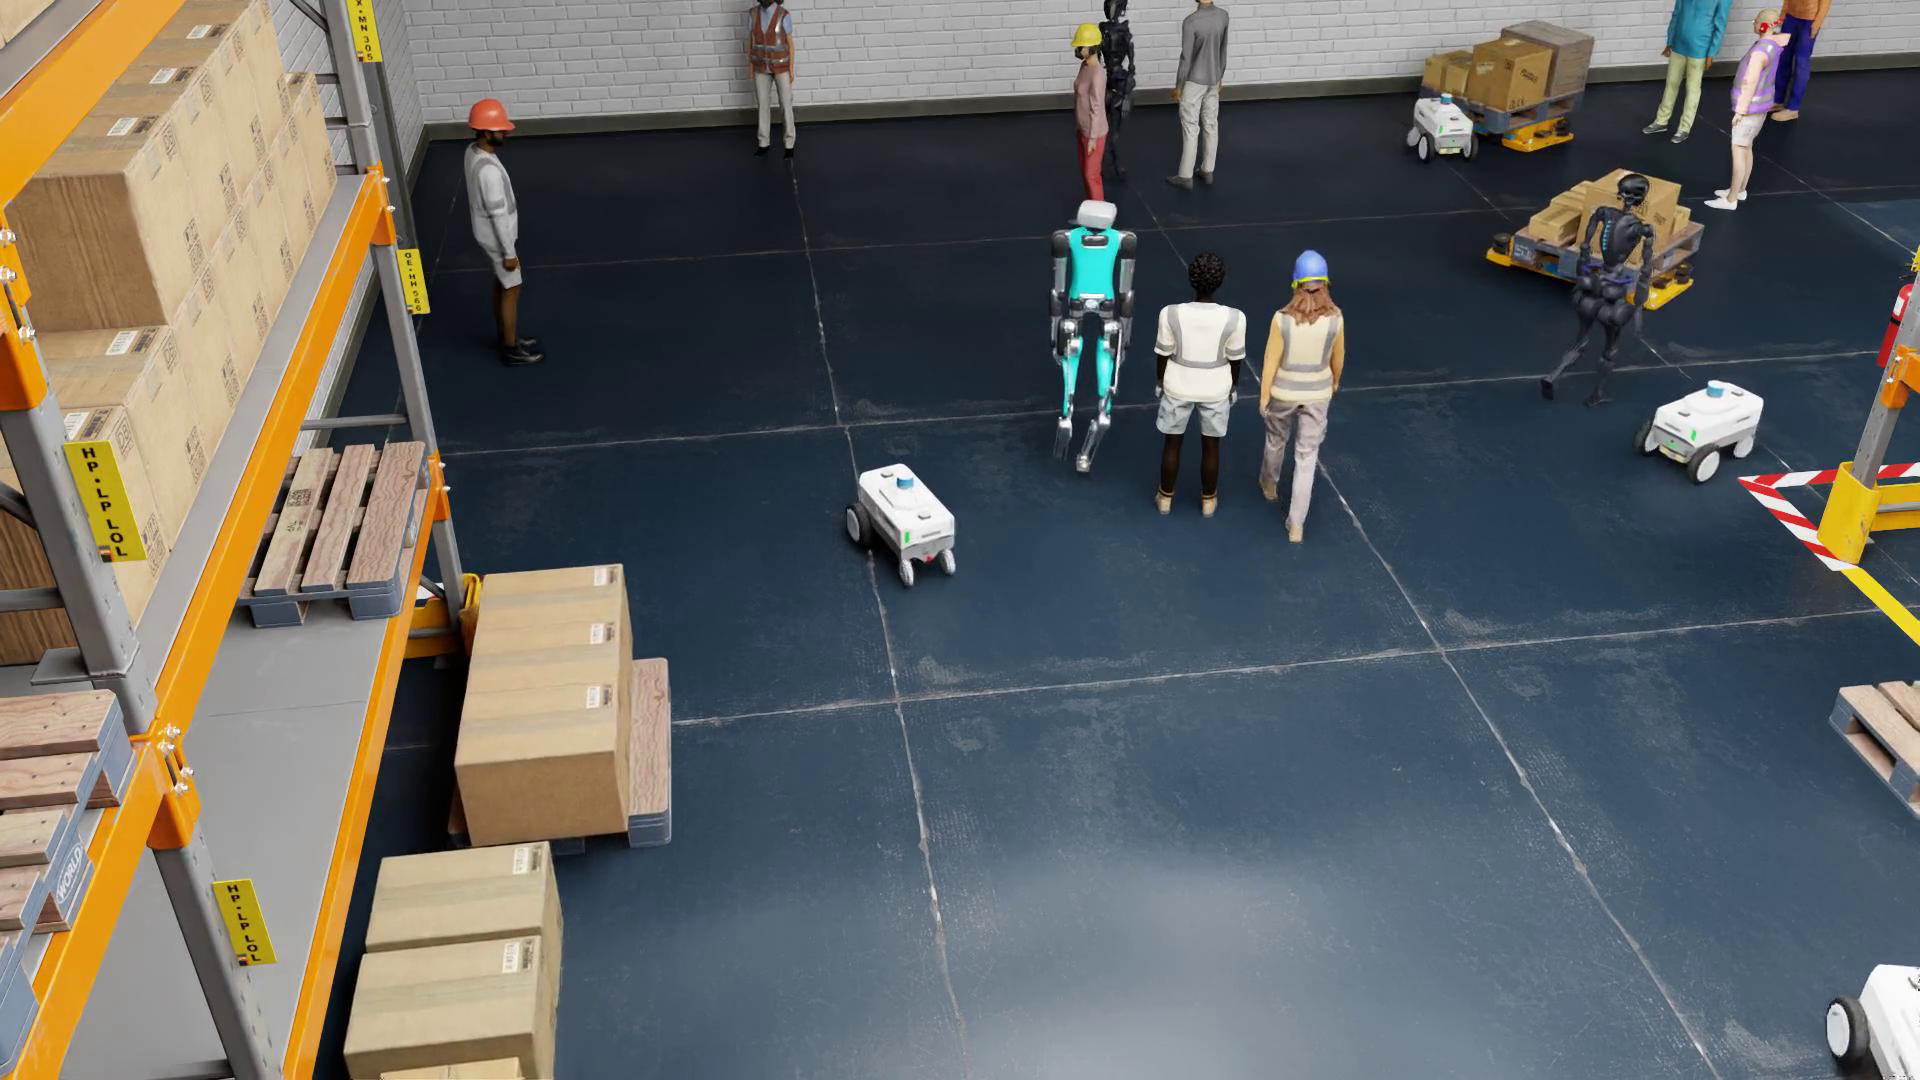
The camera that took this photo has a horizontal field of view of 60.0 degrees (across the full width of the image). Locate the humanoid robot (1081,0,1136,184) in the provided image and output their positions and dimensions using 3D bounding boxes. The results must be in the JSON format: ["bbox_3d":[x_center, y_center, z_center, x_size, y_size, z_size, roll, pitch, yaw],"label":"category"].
[{"bbox_3d":[1.336,-3.947,14.618,0.369,1.659,0.608,-18,37,-26],"label":"humanoid robot"}]

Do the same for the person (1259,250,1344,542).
[{"bbox_3d":[2.016,-0.889,9.860,0.473,1.737,0.776,4,33,7],"label":"person"}]

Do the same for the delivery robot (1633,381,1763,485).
[{"bbox_3d":[4.787,-0.727,10.721,0.807,0.613,0.499,-18,37,-26],"label":"delivery robot"}]

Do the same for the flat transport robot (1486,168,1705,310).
[{"bbox_3d":[5.003,-2.201,13.226,1.431,0.231,0.659,28,42,36],"label":"flat transport robot"}]

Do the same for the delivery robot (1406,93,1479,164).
[{"bbox_3d":[4.491,-3.825,15.469,0.507,0.613,0.785,-3,33,-5],"label":"delivery robot"}]

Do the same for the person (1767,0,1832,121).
[{"bbox_3d":[8.141,-5.073,16.073,0.401,1.972,0.522,-11,35,-16],"label":"person"}]

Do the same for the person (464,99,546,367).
[{"bbox_3d":[-3.190,-2.127,11.603,0.382,1.924,0.546,-15,36,-22],"label":"person"}]

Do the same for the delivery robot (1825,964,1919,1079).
[{"bbox_3d":[3.784,2.016,6.487,0.499,0.579,0.753,3,33,5],"label":"delivery robot"}]

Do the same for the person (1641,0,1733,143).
[{"bbox_3d":[6.836,-4.618,15.573,0.336,1.747,0.563,-18,37,-25],"label":"person"}]

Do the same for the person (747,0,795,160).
[{"bbox_3d":[-1.714,-4.305,15.149,0.437,1.686,0.330,8,34,12],"label":"person"}]

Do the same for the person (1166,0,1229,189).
[{"bbox_3d":[2.103,-4.003,14.498,0.527,1.898,0.396,-19,38,-26],"label":"person"}]

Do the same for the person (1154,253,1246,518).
[{"bbox_3d":[1.413,-0.901,9.933,0.535,1.692,0.319,4,33,6],"label":"person"}]

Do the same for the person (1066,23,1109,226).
[{"bbox_3d":[1.038,-3.346,13.619,0.333,1.756,0.515,-6,34,-9],"label":"person"}]

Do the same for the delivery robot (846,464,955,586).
[{"bbox_3d":[-0.329,-0.134,9.814,0.499,0.614,0.815,-15,36,-22],"label":"delivery robot"}]

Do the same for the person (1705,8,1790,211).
[{"bbox_3d":[6.726,-3.668,14.178,0.357,1.684,0.486,22,39,30],"label":"person"}]

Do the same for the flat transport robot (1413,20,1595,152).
[{"bbox_3d":[5.168,-4.096,16.130,0.659,0.231,1.431,-20,38,-28],"label":"flat transport robot"}]

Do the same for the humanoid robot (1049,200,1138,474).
[{"bbox_3d":[0.805,-1.121,10.285,0.533,1.836,0.722,2,33,3],"label":"humanoid robot"}]

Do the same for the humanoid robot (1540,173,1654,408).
[{"bbox_3d":[4.259,-1.624,11.055,0.558,1.638,0.616,-17,37,-24],"label":"humanoid robot"}]
